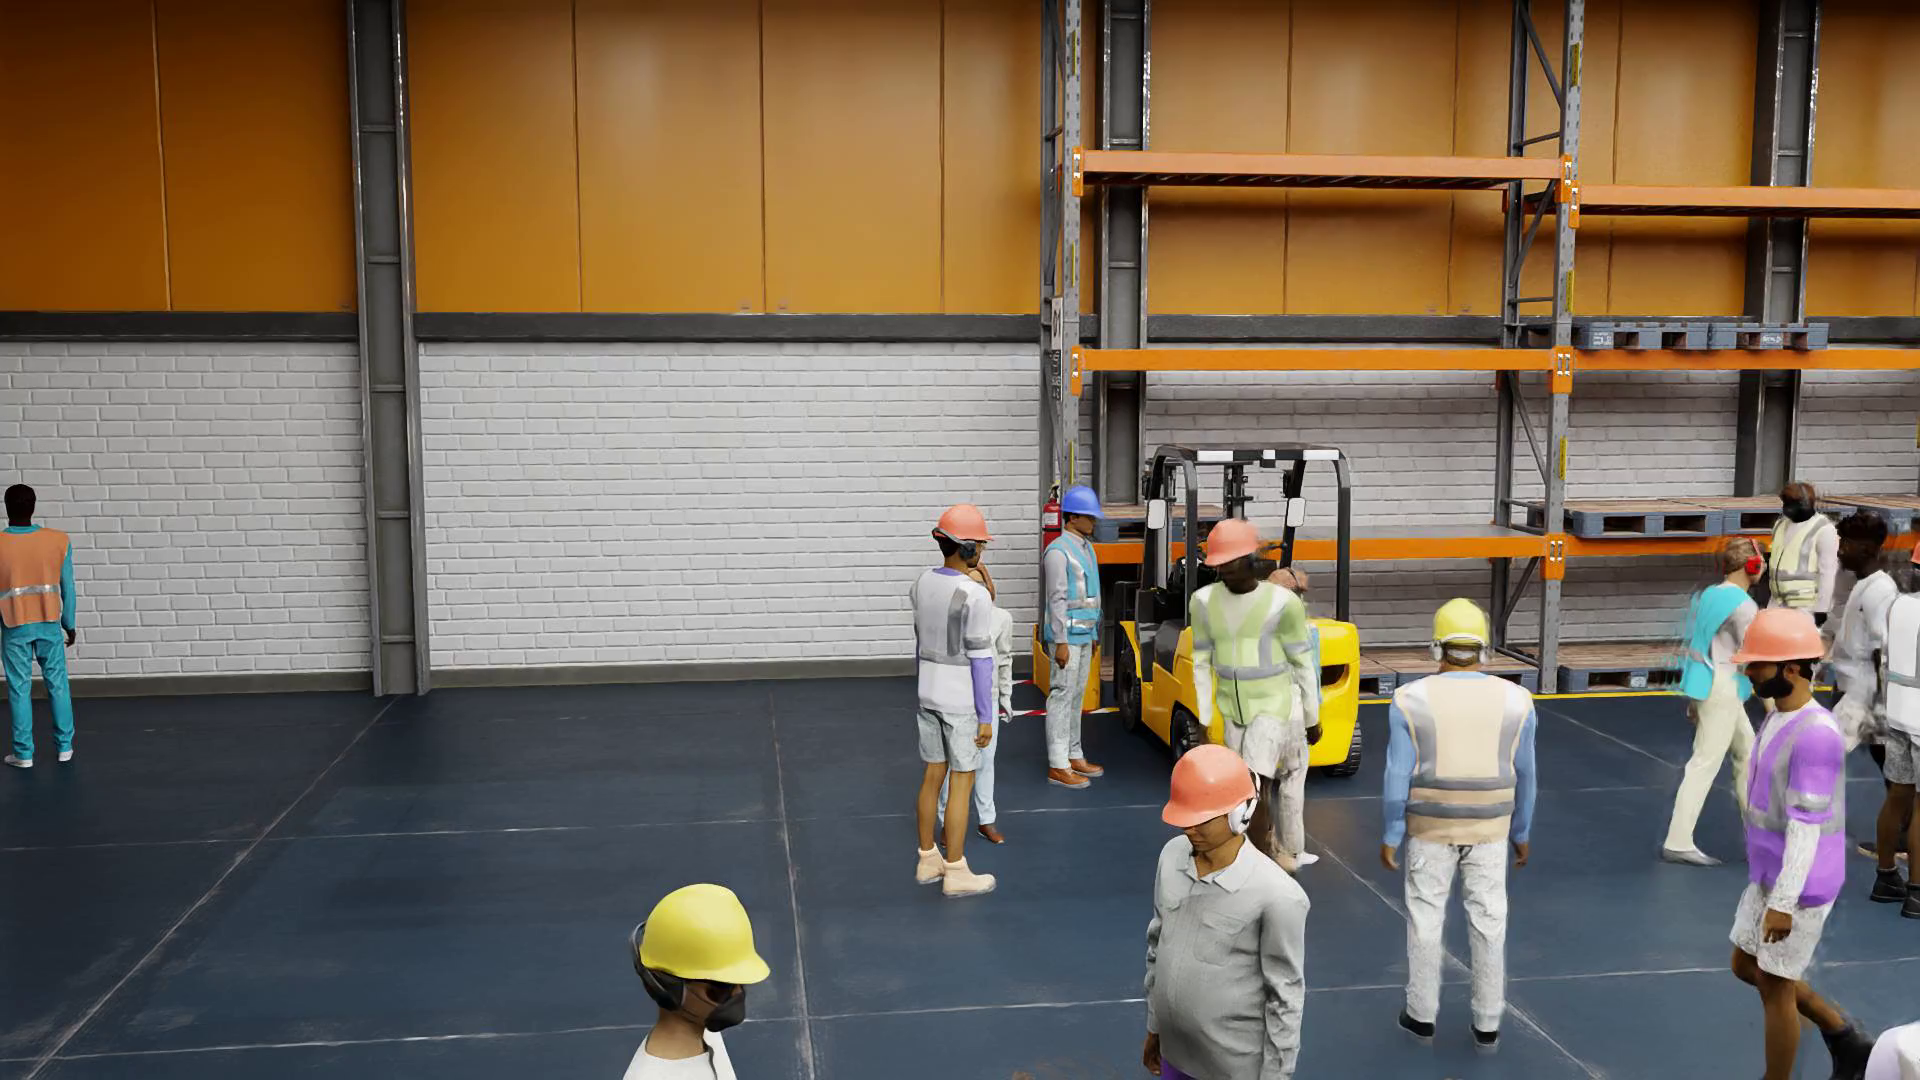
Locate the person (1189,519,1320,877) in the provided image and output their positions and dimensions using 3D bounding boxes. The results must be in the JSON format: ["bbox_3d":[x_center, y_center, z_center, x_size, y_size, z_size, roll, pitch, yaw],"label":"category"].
[{"bbox_3d":[1.548,0.857,8.608,0.616,1.991,0.866,5,8,39],"label":"person"}]

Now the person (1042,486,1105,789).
[{"bbox_3d":[0.740,0.617,10.825,0.391,1.947,0.602,3,7,22],"label":"person"}]

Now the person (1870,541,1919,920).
[{"bbox_3d":[4.829,0.911,8.291,0.365,1.935,0.552,0,7,-2],"label":"person"}]

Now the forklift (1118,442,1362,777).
[{"bbox_3d":[1.912,0.418,11.496,1.214,2.155,2.313,-1,7,-8],"label":"forklift"}]

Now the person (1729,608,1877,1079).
[{"bbox_3d":[3.010,1.195,5.926,0.576,1.918,0.543,1,7,10],"label":"person"}]

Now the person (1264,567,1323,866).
[{"bbox_3d":[1.764,0.968,9.134,0.313,1.632,0.518,-5,8,-36],"label":"person"}]

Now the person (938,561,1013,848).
[{"bbox_3d":[0.064,0.926,9.476,0.499,1.633,0.286,-2,7,-17],"label":"person"}]

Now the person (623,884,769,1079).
[{"bbox_3d":[-0.540,1.558,3.380,0.328,1.765,0.532,0,7,2],"label":"person"}]

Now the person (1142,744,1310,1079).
[{"bbox_3d":[0.699,1.421,4.660,0.337,1.743,0.563,-5,8,-35],"label":"person"}]

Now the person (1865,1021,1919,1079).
[{"bbox_3d":[1.868,1.534,3.010,0.965,1.890,0.556,-6,9,-44],"label":"person"}]

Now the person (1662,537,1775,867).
[{"bbox_3d":[4.264,0.892,9.024,0.872,1.799,0.607,2,7,14],"label":"person"}]

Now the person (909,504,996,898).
[{"bbox_3d":[-0.014,0.826,8.654,0.402,2.036,0.601,-5,8,-38],"label":"person"}]

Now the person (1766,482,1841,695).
[{"bbox_3d":[6.388,0.467,12.665,0.436,1.824,0.640,-2,7,-15],"label":"person"}]

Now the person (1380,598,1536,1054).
[{"bbox_3d":[2.017,1.147,6.748,0.634,1.819,0.471,0,7,4],"label":"person"}]

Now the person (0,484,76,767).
[{"bbox_3d":[-6.305,0.579,11.276,0.587,1.920,0.390,-6,9,-43],"label":"person"}]
